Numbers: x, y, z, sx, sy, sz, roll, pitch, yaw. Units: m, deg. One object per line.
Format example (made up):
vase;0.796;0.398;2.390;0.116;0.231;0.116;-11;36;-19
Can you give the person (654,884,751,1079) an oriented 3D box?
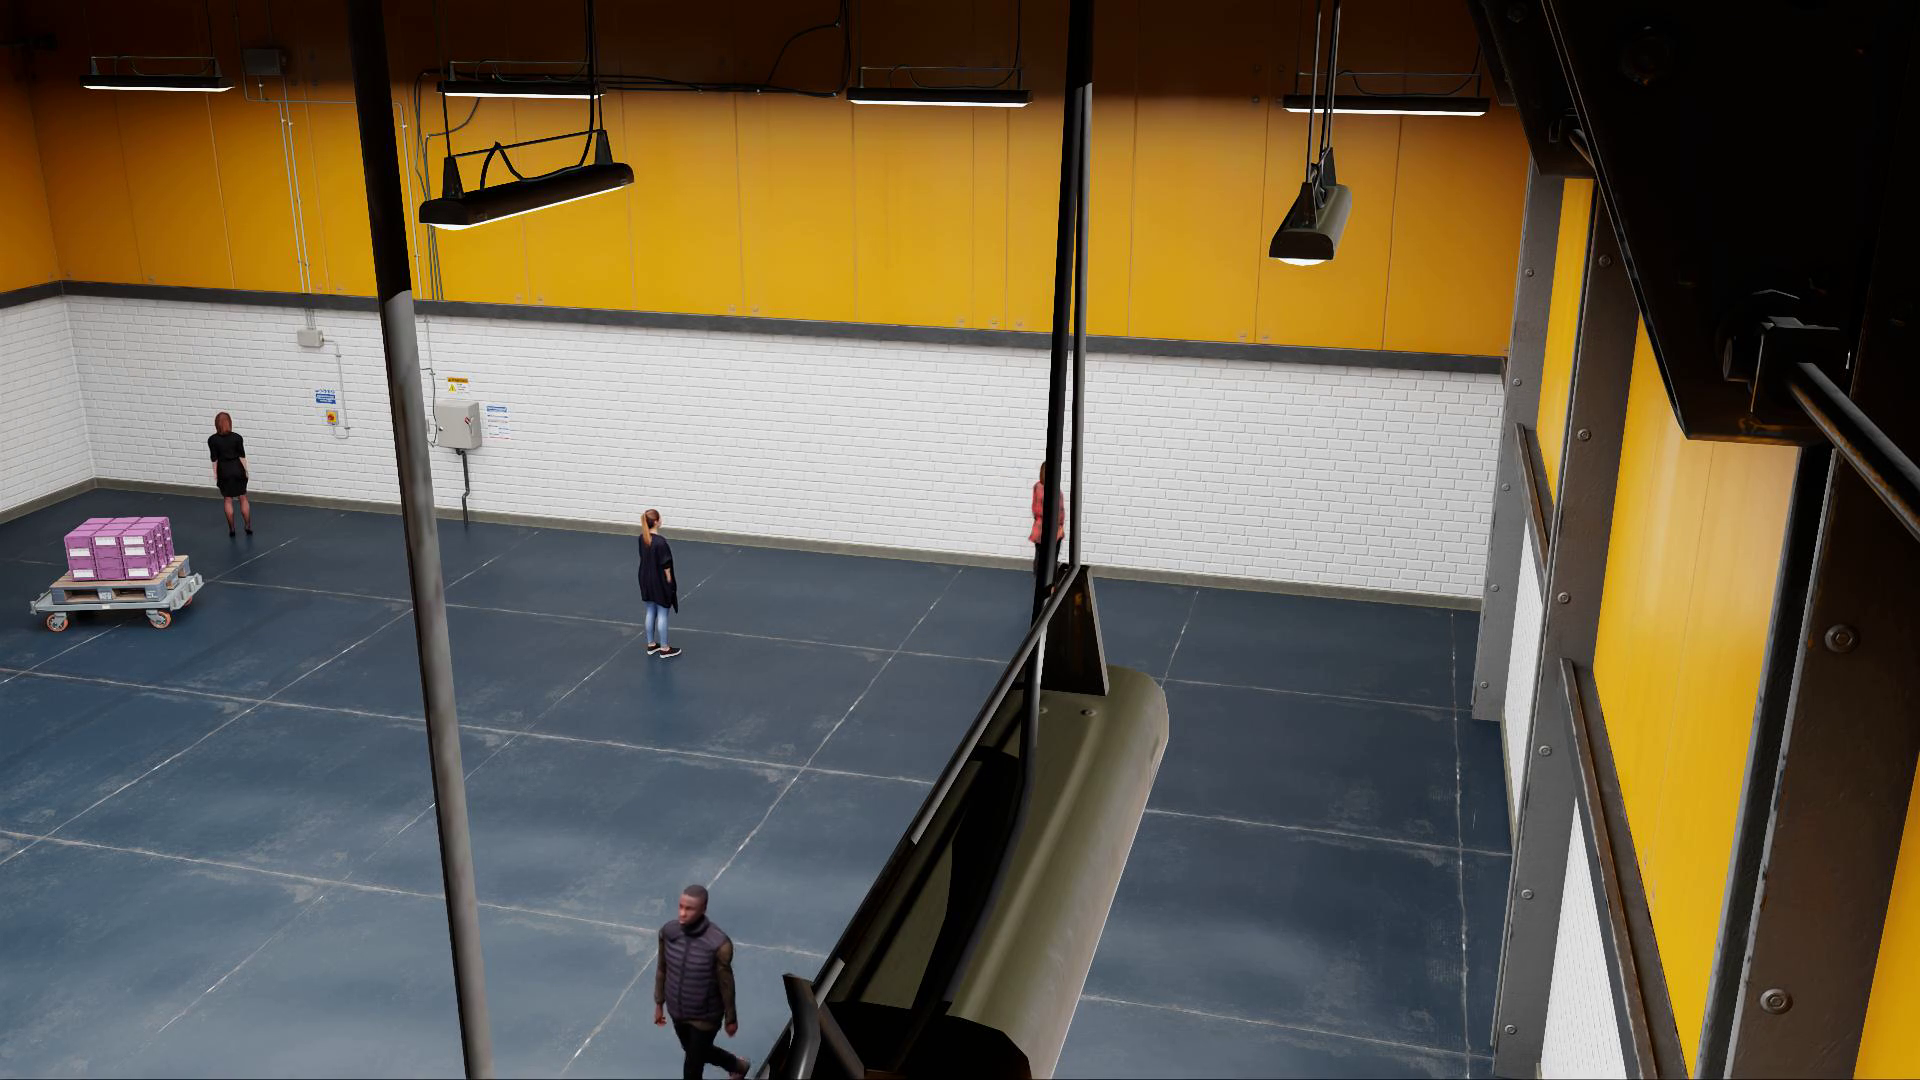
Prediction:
person;-1.625;2.978;10.565;0.924;1.801;1.254;11;22;30

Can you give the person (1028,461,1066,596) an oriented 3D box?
person;1.048;-0.135;19.968;0.698;1.700;0.695;15;24;38

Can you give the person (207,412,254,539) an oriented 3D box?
person;-9.711;-0.874;22.152;0.657;1.705;0.684;-7;20;-21

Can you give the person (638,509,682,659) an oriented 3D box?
person;-3.330;0.465;18.210;0.708;1.684;0.697;15;23;37
